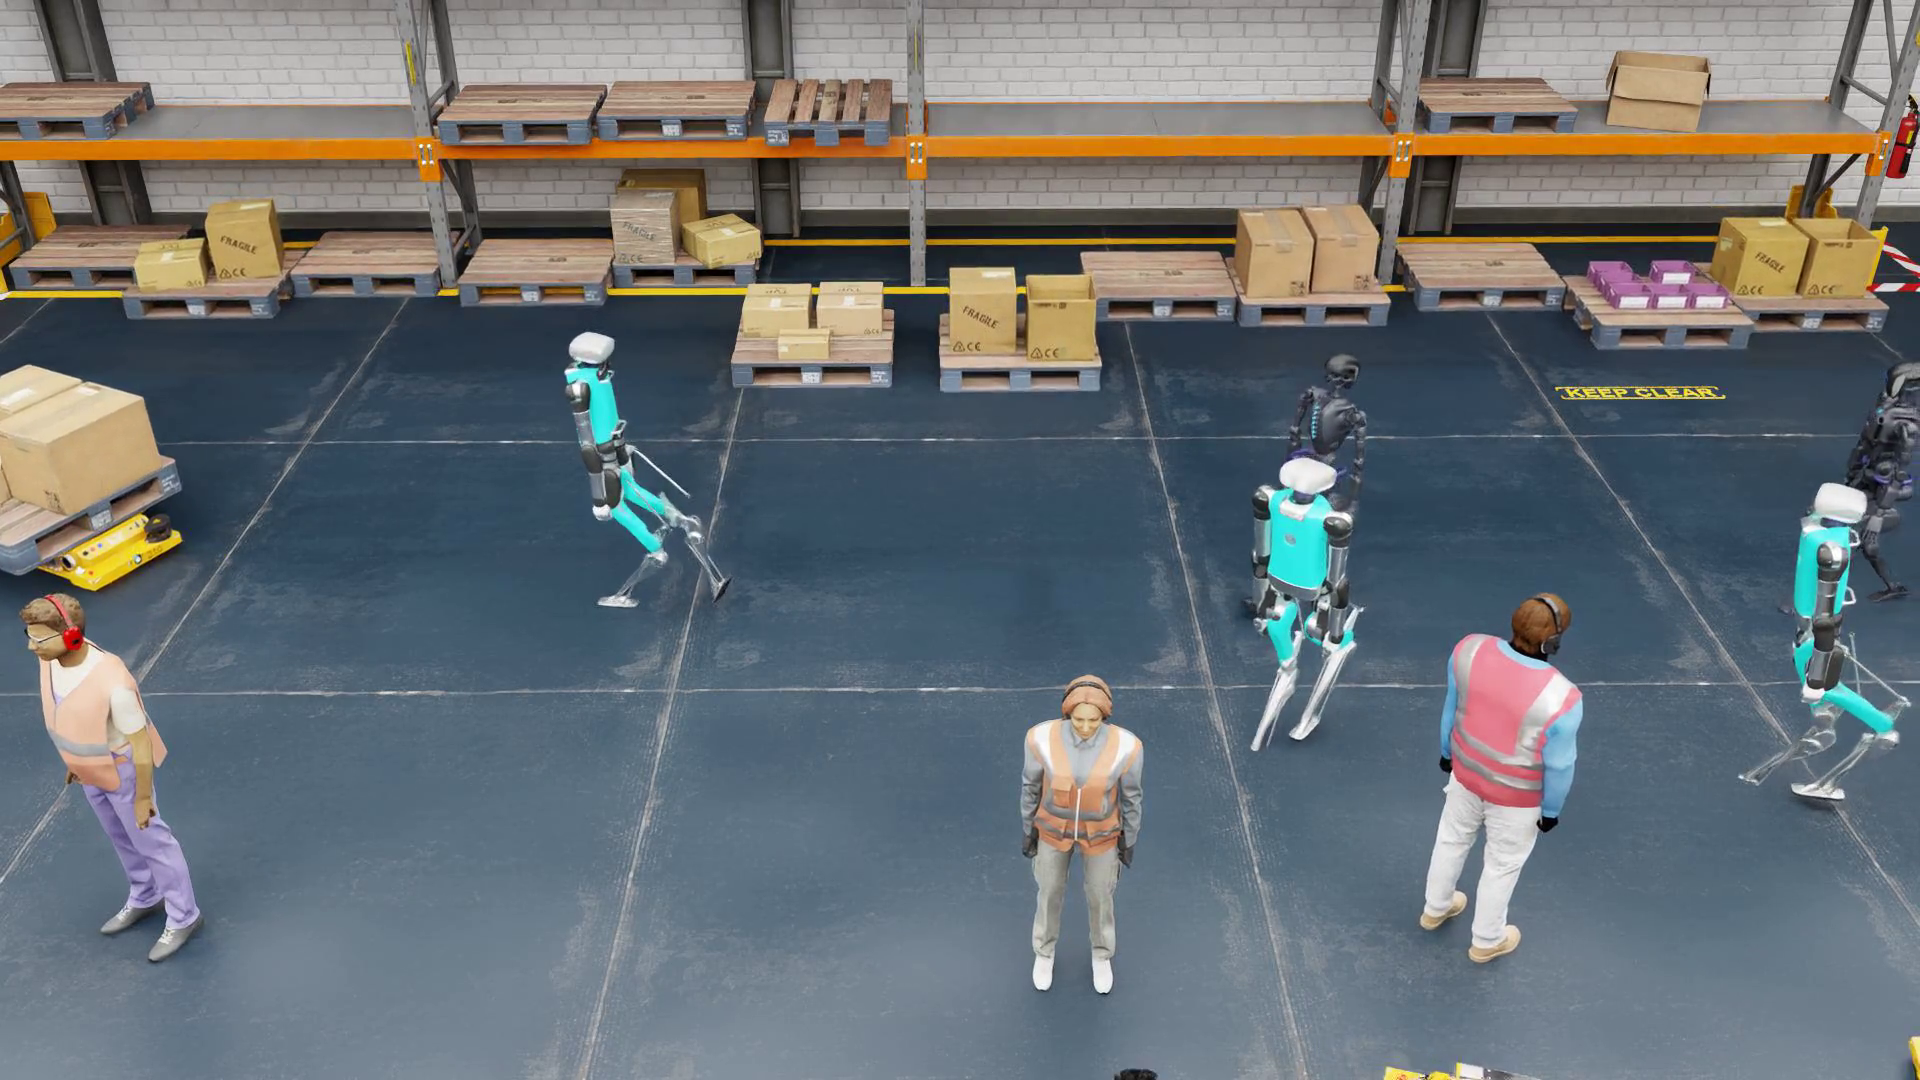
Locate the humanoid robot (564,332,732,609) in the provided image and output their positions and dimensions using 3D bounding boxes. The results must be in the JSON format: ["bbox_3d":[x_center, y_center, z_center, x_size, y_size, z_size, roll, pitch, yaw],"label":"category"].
[{"bbox_3d":[-1.720,-0.336,9.561,0.939,1.780,0.545,2,31,4],"label":"humanoid robot"}]

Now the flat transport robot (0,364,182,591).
[{"bbox_3d":[-5.708,-0.070,10.528,1.431,0.231,0.659,15,34,23],"label":"flat transport robot"}]

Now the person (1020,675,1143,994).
[{"bbox_3d":[0.505,1.245,7.015,0.506,1.629,0.316,5,31,8],"label":"person"}]

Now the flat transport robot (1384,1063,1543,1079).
[{"bbox_3d":[2.346,2.419,6.383,1.431,0.231,0.659,8,32,14],"label":"flat transport robot"}]

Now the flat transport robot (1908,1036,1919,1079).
[{"bbox_3d":[4.603,2.321,6.547,1.431,0.231,0.659,8,32,13],"label":"flat transport robot"}]

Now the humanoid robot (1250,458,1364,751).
[{"bbox_3d":[1.797,0.339,8.452,0.542,1.800,0.827,24,39,34],"label":"humanoid robot"}]

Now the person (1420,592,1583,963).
[{"bbox_3d":[2.352,1.022,7.198,0.432,1.836,0.628,-22,38,-32],"label":"person"}]

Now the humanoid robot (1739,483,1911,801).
[{"bbox_3d":[4.302,0.592,8.027,0.784,1.801,0.542,9,32,15],"label":"humanoid robot"}]

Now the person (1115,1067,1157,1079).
[{"bbox_3d":[0.483,2.298,5.216,0.530,1.674,0.455,3,31,5],"label":"person"}]

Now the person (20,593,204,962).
[{"bbox_3d":[-3.657,1.006,7.203,0.564,1.847,0.388,18,36,28],"label":"person"}]

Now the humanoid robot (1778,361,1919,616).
[{"bbox_3d":[5.302,-0.278,9.556,0.781,1.634,0.585,3,31,4],"label":"humanoid robot"}]

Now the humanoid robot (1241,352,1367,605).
[{"bbox_3d":[2.042,-0.304,9.620,0.791,1.649,0.608,-20,36,-30],"label":"humanoid robot"}]
